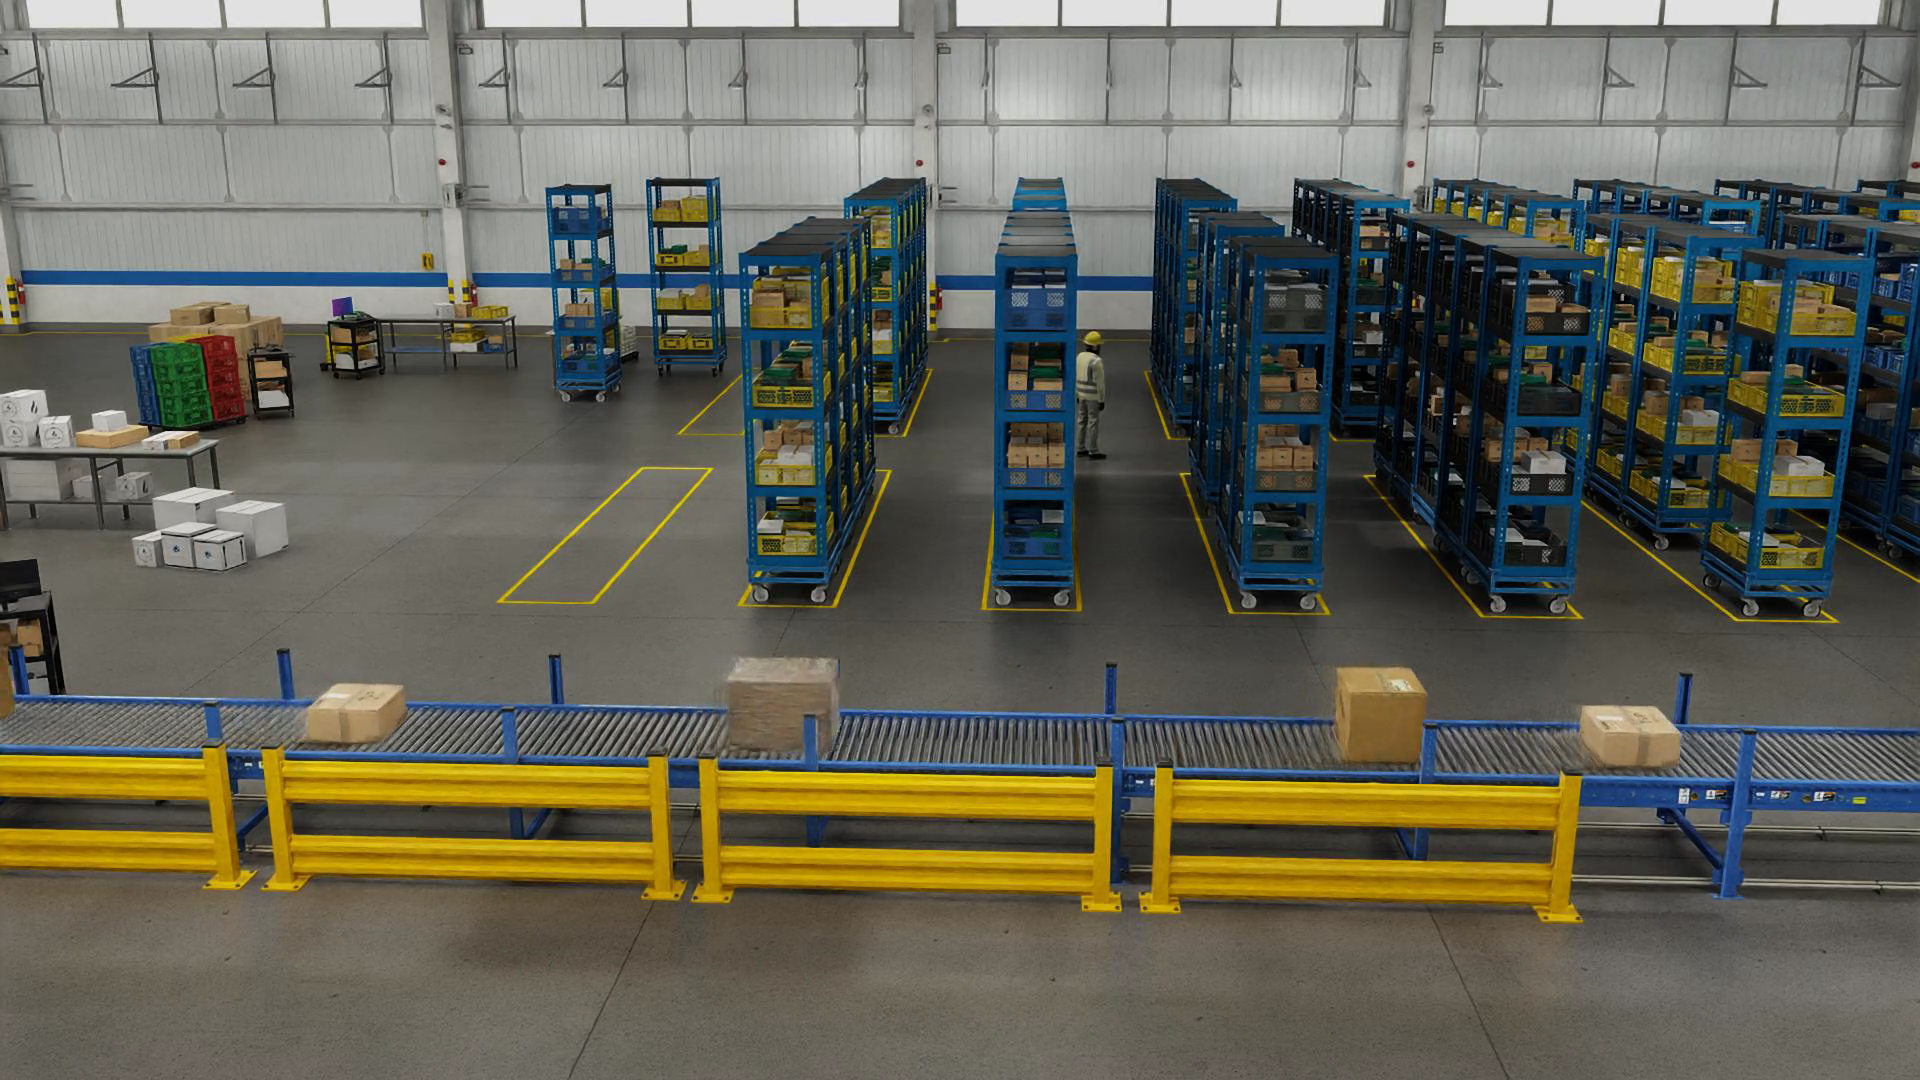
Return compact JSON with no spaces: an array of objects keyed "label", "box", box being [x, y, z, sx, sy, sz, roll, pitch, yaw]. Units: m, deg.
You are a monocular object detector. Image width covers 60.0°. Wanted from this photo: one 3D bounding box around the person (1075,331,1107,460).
[{"label":"person","box":[1.875,-2.058,23.706,0.403,1.830,0.600,-10,18,-33]}]
